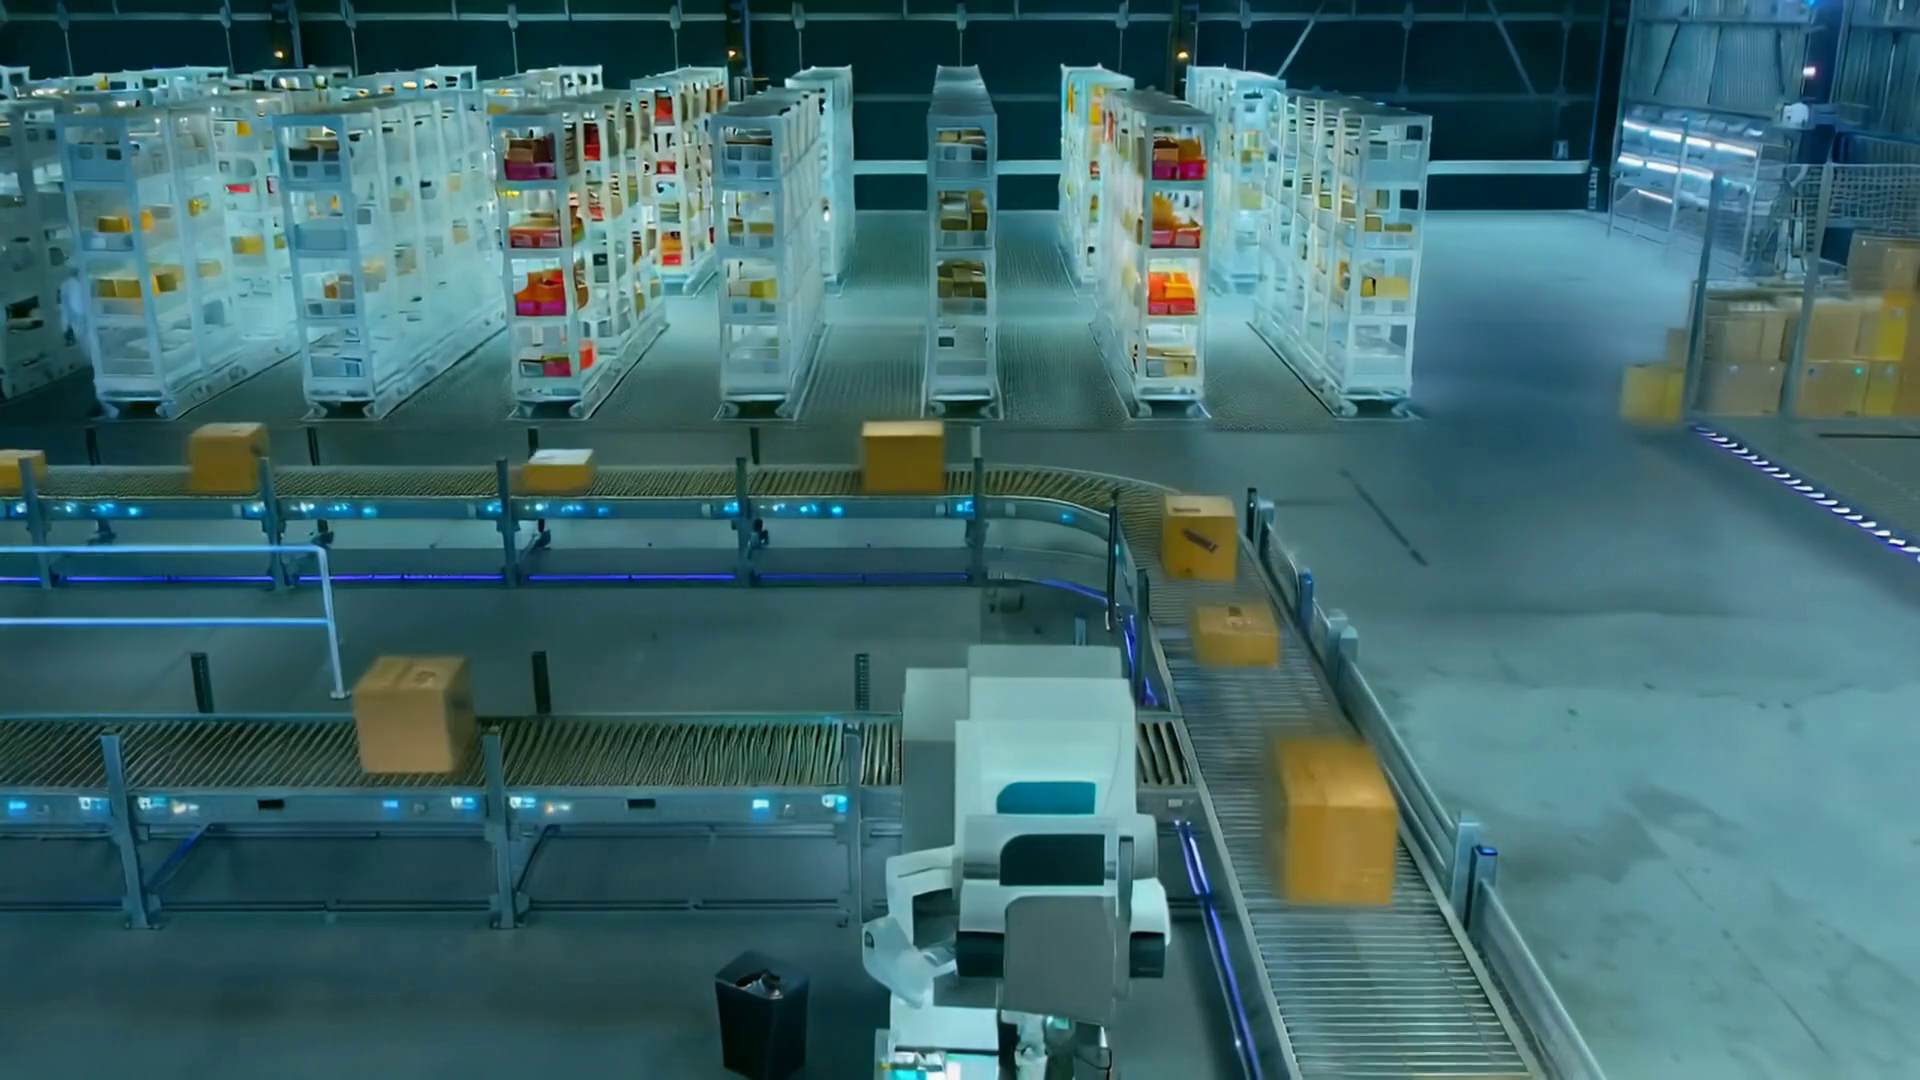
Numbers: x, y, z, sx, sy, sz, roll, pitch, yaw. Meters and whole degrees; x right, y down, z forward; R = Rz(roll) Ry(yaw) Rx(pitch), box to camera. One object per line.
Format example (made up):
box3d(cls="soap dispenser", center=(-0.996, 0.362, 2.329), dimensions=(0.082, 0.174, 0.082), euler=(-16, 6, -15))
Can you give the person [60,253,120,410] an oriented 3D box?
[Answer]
box3d(cls="person", center=(-10.817, -2.638, 20.702), dimensions=(0.635, 1.902, 1.005), euler=(-1, 18, -3))
